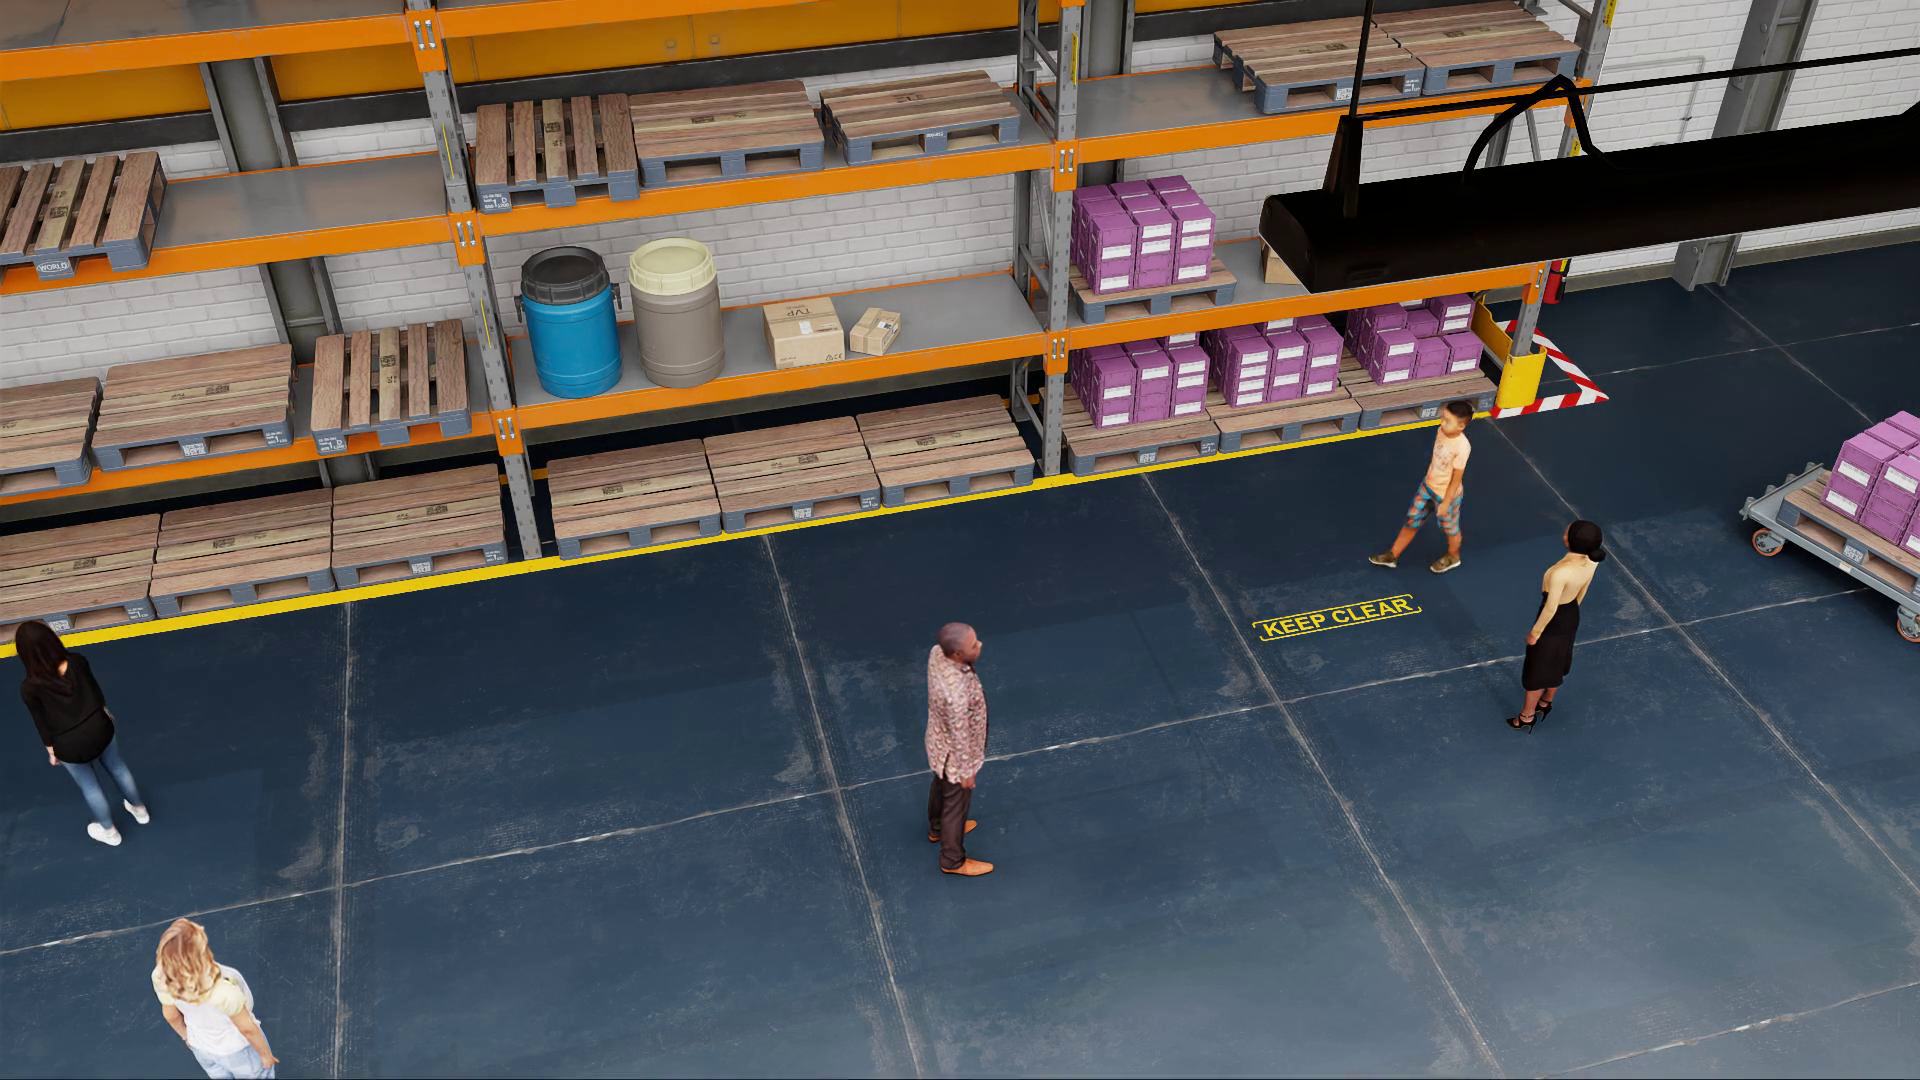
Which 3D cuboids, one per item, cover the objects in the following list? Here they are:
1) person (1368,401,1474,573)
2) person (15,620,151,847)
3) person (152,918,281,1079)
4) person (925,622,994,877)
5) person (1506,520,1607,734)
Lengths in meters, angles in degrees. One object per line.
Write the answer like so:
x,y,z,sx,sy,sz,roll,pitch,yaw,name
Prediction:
3.463,-0.364,11.714,0.936,1.432,0.622,-13,41,-16,person
-5.129,1.116,9.689,0.708,1.647,0.634,23,44,26,person
-3.523,2.425,7.990,0.644,1.722,0.768,9,39,11,person
-0.039,1.167,9.497,0.573,1.808,0.694,-8,39,-10,person
3.723,0.536,10.410,0.589,1.653,0.710,-25,45,-28,person
